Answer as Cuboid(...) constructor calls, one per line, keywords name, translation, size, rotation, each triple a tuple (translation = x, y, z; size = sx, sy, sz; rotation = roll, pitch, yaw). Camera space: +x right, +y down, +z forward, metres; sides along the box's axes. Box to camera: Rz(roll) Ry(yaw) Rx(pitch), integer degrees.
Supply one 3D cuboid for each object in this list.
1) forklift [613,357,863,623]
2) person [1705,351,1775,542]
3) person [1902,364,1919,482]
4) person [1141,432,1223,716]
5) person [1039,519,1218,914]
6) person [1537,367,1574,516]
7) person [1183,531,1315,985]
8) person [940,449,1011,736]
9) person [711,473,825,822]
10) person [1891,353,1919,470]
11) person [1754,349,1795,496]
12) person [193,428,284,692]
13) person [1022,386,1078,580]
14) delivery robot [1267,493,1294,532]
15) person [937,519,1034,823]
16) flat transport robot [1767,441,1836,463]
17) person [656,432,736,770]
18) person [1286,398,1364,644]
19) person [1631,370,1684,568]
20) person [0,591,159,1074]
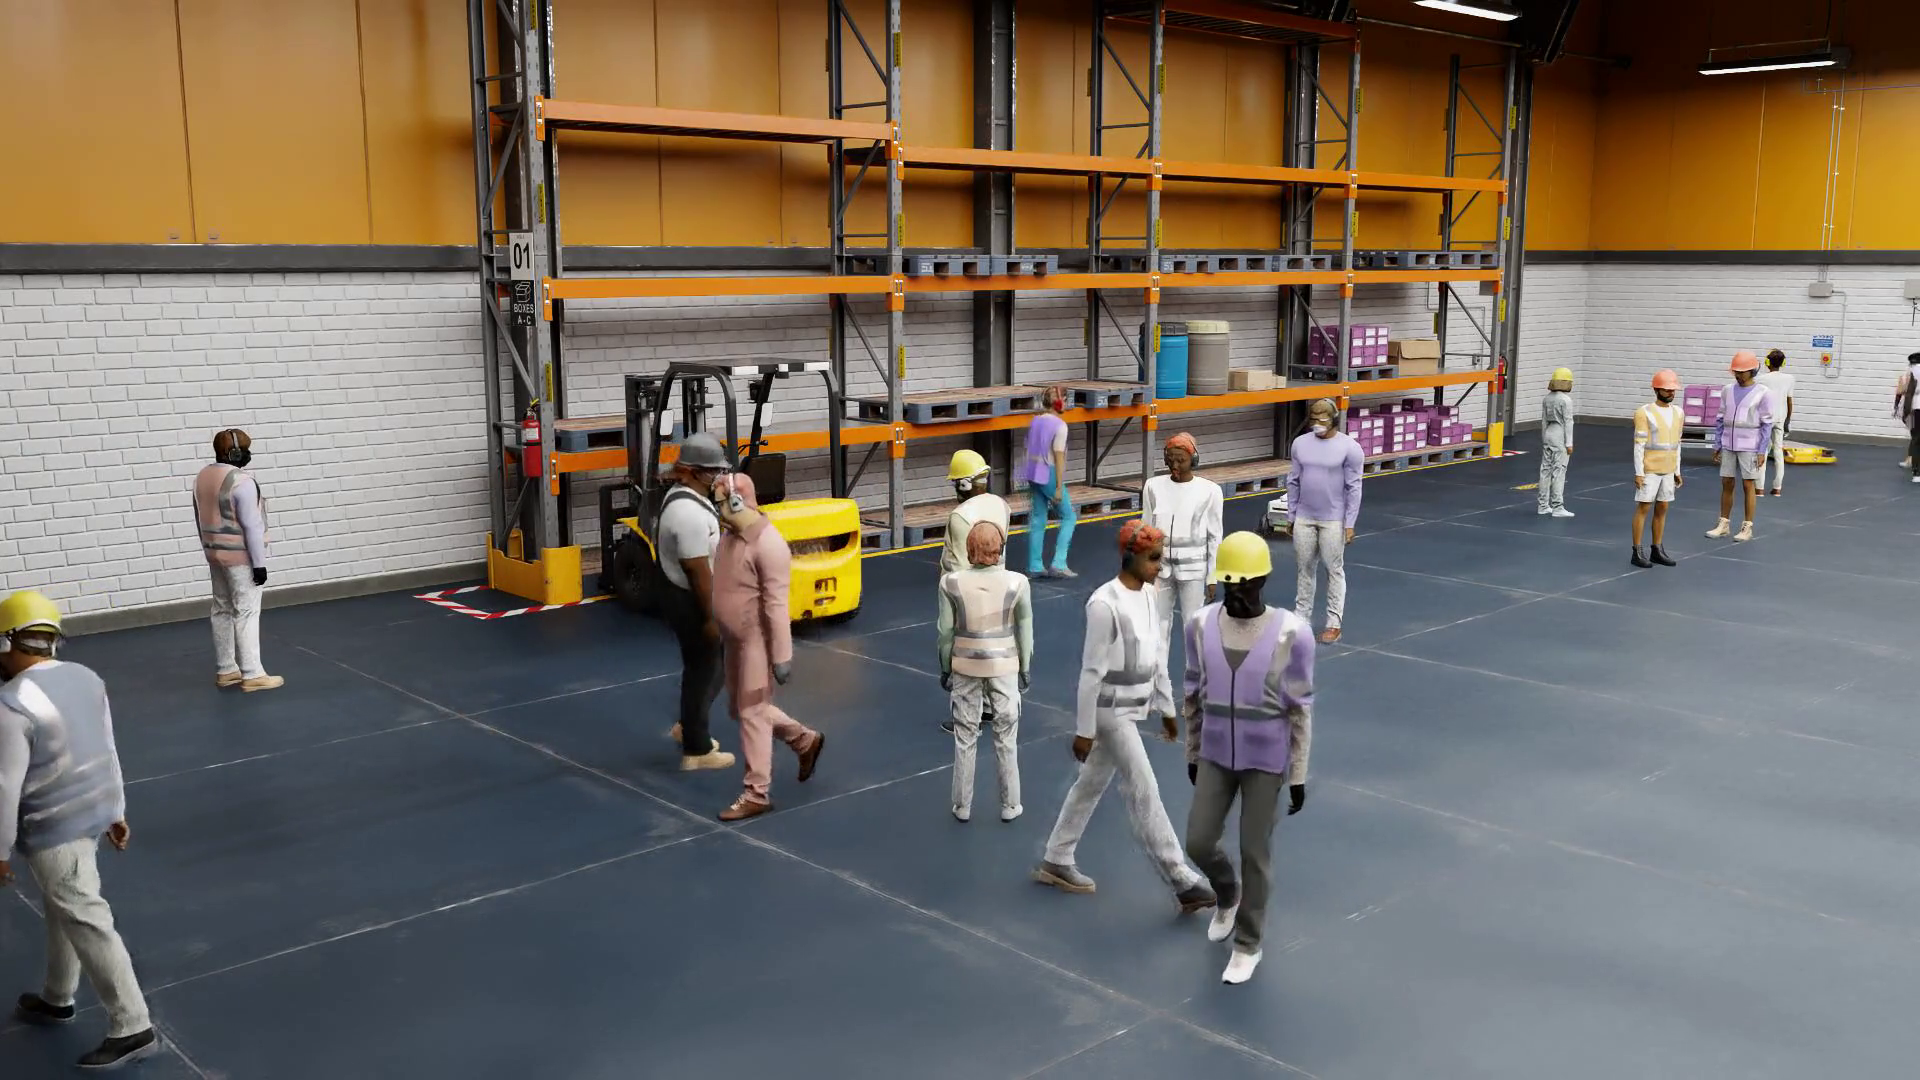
Cuboid(name="forklift", translation=(-1.847, -0.414, 13.852), size=(1.214, 2.155, 2.313), rotation=(-9, 13, -42))
Cuboid(name="person", translation=(8.304, -0.993, 17.716), size=(0.391, 2.034, 0.605), rotation=(-6, 11, -32))
Cuboid(name="person", translation=(13.167, -1.741, 22.529), size=(0.606, 1.879, 0.803), rotation=(9, 13, 44))
Cuboid(name="person", translation=(1.443, 0.225, 11.011), size=(0.573, 1.887, 0.355), rotation=(5, 11, 26))
Cuboid(name="person", translation=(0.806, 0.811, 7.739), size=(1.030, 1.827, 0.591), rotation=(5, 11, 26))
Cuboid(name="person", translation=(7.001, -1.147, 19.466), size=(0.298, 1.744, 0.486), rotation=(-3, 10, -19))
Cuboid(name="person", translation=(1.197, 0.899, 6.998), size=(0.590, 1.914, 0.445), rotation=(6, 11, 30))
Cuboid(name="person", translation=(0.078, 0.333, 10.570), size=(0.403, 1.823, 0.586), rotation=(6, 11, 30))
Cuboid(name="person", translation=(-1.065, 0.550, 9.138), size=(0.680, 1.876, 0.672), rotation=(-6, 11, -29))
Cuboid(name="person", translation=(13.502, -1.817, 23.603), size=(0.839, 1.653, 0.533), rotation=(-5, 11, -27))
Cuboid(name="person", translation=(10.259, -1.481, 21.049), size=(0.509, 1.872, 0.328), rotation=(0, 10, 1))
Cuboid(name="person", translation=(-5.064, 0.136, 11.666), size=(0.633, 1.842, 0.429), rotation=(7, 12, 34))
Cuboid(name="person", translation=(0.875, -0.533, 15.616), size=(0.583, 1.823, 0.579), rotation=(-6, 11, -32))
Cuboid(name="delivery robot", translation=(3.616, -0.343, 17.960), size=(0.477, 0.478, 0.707), rotation=(7, 12, 37))
Cuboid(name="person", translation=(0.135, 0.709, 8.898), size=(0.517, 1.641, 0.308), rotation=(1, 10, 3))
Cuboid(name="flat transport robot", translation=(12.359, -1.336, 24.874), size=(0.652, 0.197, 1.431), rotation=(-1, 10, -6))
Cuboid(name="person", translation=(-1.507, 0.357, 9.788), size=(0.538, 2.000, 0.695), rotation=(-2, 10, -11))
Cuboid(name="person", translation=(2.847, -0.157, 13.108), size=(0.630, 1.936, 0.369), rotation=(8, 12, 38))
Cuboid(name="person", translation=(6.834, -0.696, 16.254), size=(0.545, 1.938, 0.361), rotation=(-3, 10, -19))
Cuboid(name="person", translation=(-3.416, 1.089, 6.341), size=(0.758, 1.783, 0.618), rotation=(0, 10, 0))
